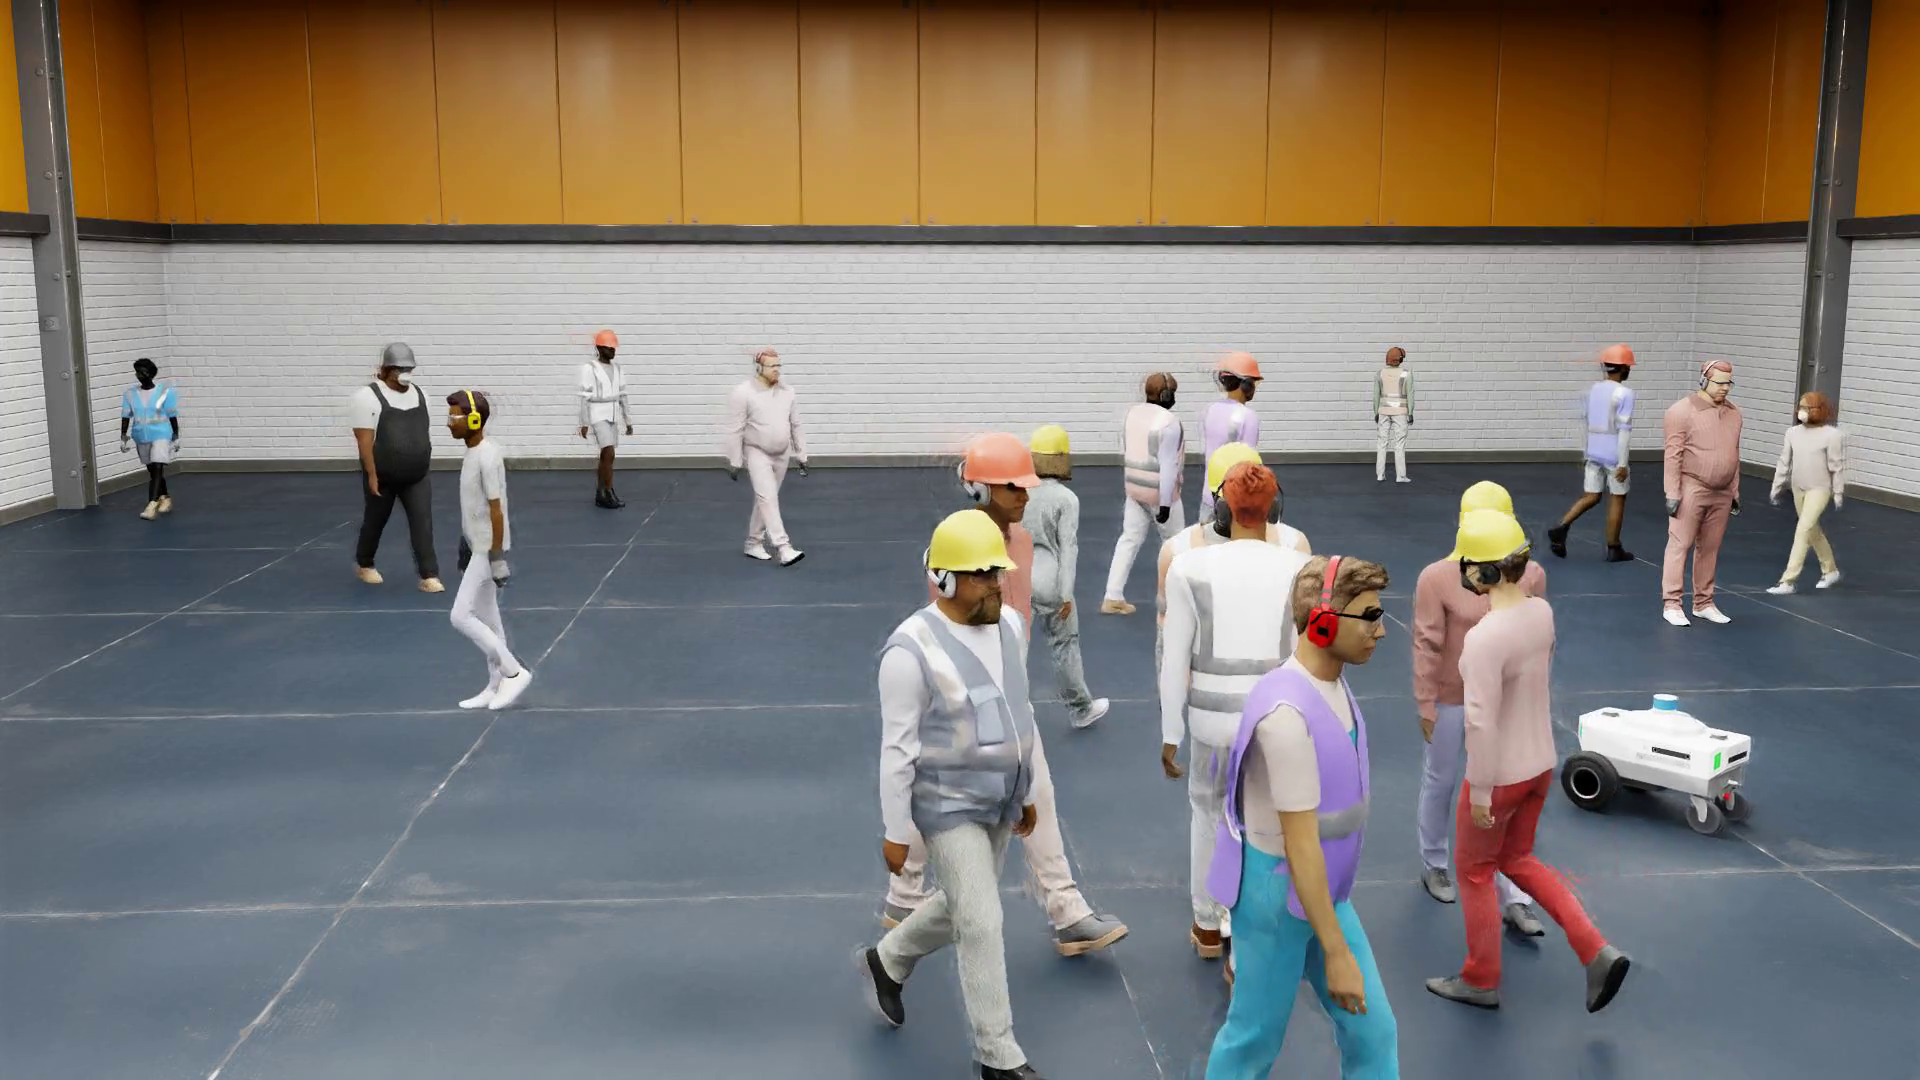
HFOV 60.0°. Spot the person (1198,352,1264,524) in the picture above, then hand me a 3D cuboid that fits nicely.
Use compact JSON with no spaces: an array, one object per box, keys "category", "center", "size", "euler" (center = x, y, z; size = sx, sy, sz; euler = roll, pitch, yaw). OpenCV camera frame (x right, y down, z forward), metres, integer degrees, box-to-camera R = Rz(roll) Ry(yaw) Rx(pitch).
[{"category":"person","center":[1.899,-0.307,11.512],"size":[1.044,1.977,0.621],"euler":[-4,10,-25]}]

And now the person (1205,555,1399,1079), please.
[{"category":"person","center":[0.957,0.943,4.159],"size":[0.854,1.809,0.571],"euler":[5,10,28]}]

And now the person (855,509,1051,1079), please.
[{"category":"person","center":[-0.030,0.784,5.181],"size":[0.836,1.807,0.595],"euler":[7,12,38]}]

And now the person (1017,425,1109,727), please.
[{"category":"person","center":[0.474,0.233,8.939],"size":[0.507,1.698,0.875],"euler":[6,11,35]}]

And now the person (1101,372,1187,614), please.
[{"category":"person","center":[1.440,-0.331,12.280],"size":[0.922,1.802,0.631],"euler":[-6,11,-33]}]

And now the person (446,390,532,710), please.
[{"category":"person","center":[-2.764,0.068,9.525],"size":[0.392,1.856,0.532],"euler":[-3,10,-20]}]

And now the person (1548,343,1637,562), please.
[{"category":"person","center":[5.535,-0.740,14.398],"size":[0.768,1.920,0.554],"euler":[-4,10,-22]}]

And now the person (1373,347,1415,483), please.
[{"category":"person","center":[5.224,-1.503,20.044],"size":[0.512,1.642,0.311],"euler":[7,11,37]}]

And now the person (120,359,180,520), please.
[{"category":"person","center":[-8.366,-1.051,17.181],"size":[0.545,1.646,0.891],"euler":[0,9,-2]}]

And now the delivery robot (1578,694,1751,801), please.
[{"category":"delivery robot","center":[3.252,0.958,7.697],"size":[0.477,0.478,0.707],"euler":[-8,12,-40]}]

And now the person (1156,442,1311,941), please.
[{"category":"person","center":[1.052,0.538,6.503],"size":[0.607,1.891,0.825],"euler":[0,9,-3]}]

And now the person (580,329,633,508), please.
[{"category":"person","center":[-3.718,-1.284,17.800],"size":[0.678,1.915,0.580],"euler":[6,11,32]}]

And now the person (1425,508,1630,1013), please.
[{"category":"person","center":[1.859,0.764,5.474],"size":[0.545,1.737,0.589],"euler":[-8,12,-42]}]

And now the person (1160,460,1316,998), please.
[{"category":"person","center":[1.010,0.637,5.925],"size":[0.598,1.852,0.786],"euler":[1,9,6]}]

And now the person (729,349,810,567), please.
[{"category":"person","center":[-1.593,-0.702,14.324],"size":[0.676,1.852,0.976],"euler":[-9,13,-44]}]

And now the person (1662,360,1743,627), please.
[{"category":"person","center":[5.331,-0.334,11.897],"size":[0.639,1.903,0.407],"euler":[-3,10,-18]}]

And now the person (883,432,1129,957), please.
[{"category":"person","center":[0.123,0.573,6.066],"size":[1.001,1.938,0.654],"euler":[7,11,36]}]

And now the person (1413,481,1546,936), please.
[{"category":"person","center":[2.012,0.631,6.370],"size":[0.553,1.720,0.834],"euler":[-1,9,-5]}]

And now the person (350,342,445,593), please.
[{"category":"person","center":[-4.525,-0.619,13.247],"size":[0.674,2.000,1.012],"euler":[-8,12,-43]}]

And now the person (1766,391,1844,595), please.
[{"category":"person","center":[6.728,-0.378,13.123],"size":[0.827,1.596,0.512],"euler":[-3,10,-20]}]
